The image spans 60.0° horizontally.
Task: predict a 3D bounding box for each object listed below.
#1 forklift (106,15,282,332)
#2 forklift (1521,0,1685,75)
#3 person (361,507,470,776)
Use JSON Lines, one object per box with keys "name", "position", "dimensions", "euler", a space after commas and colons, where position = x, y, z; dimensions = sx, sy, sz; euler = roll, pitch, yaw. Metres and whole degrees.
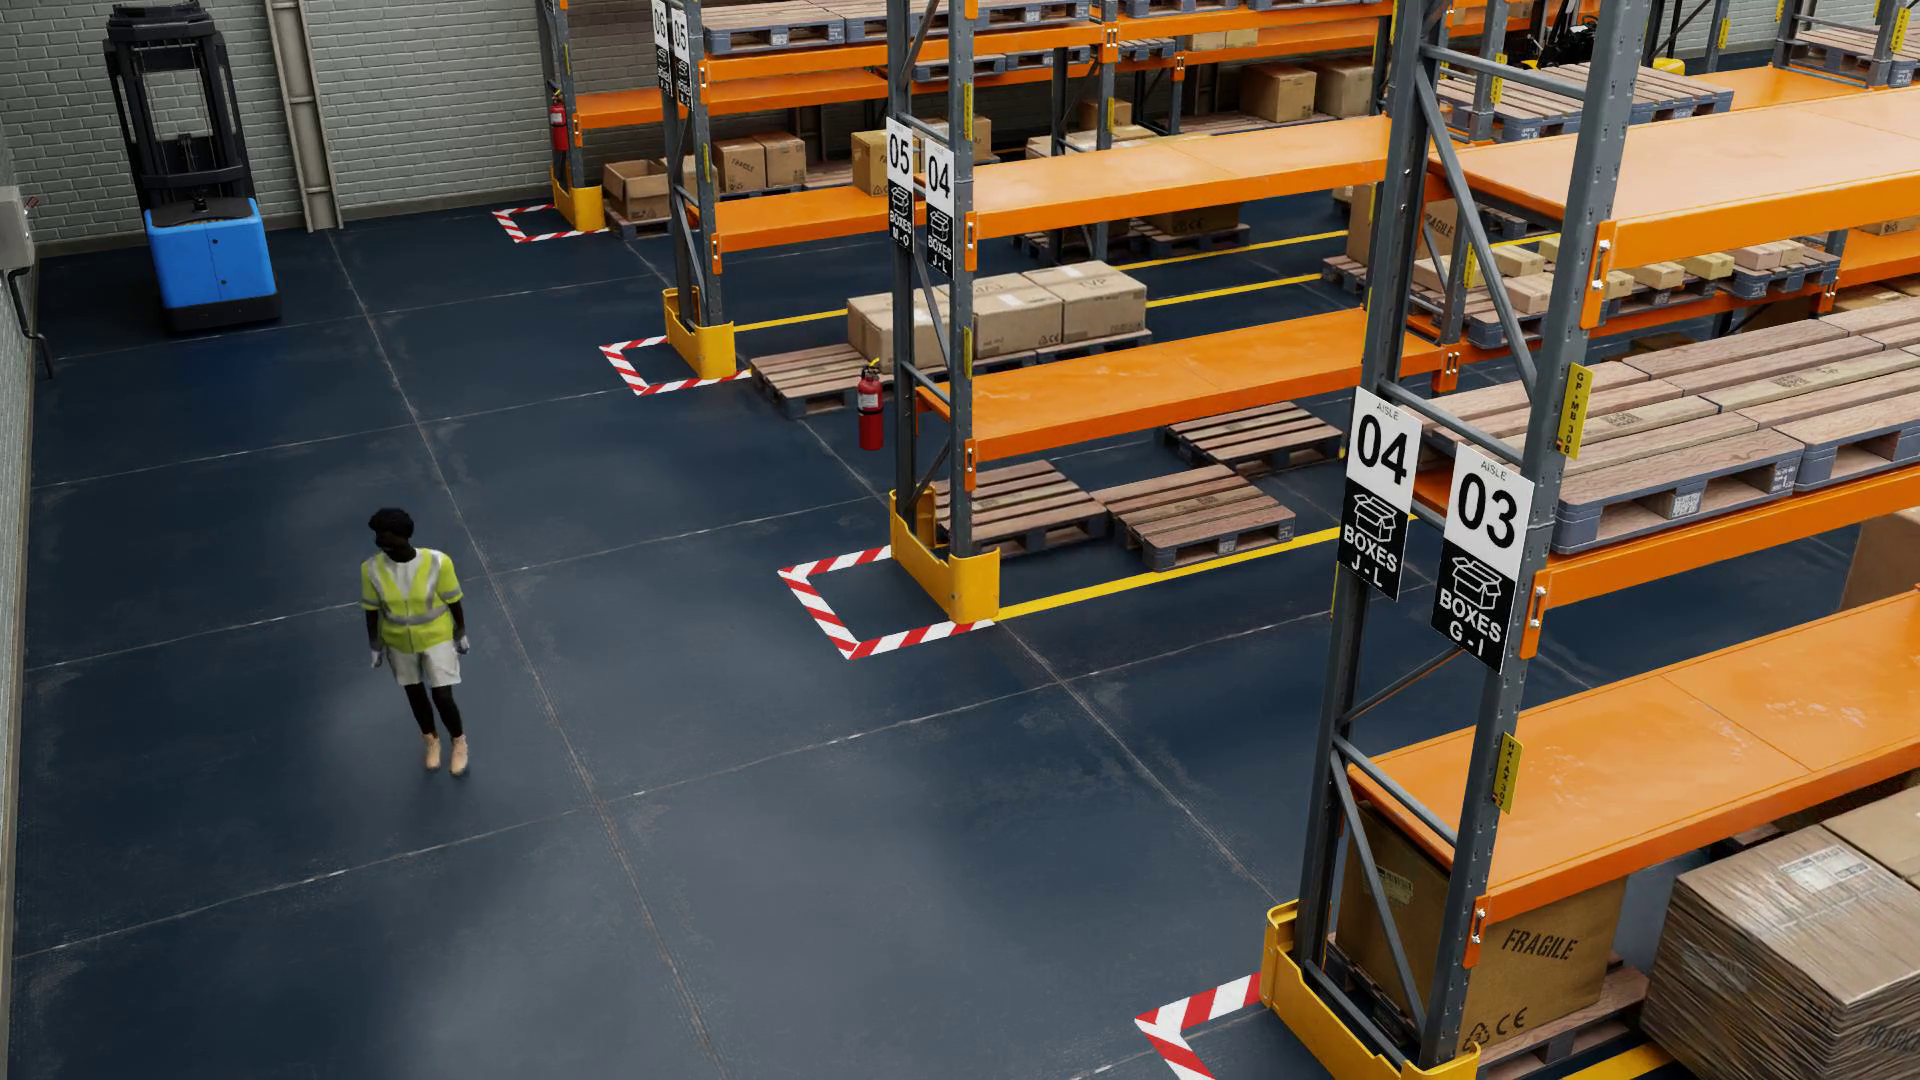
{"name": "forklift", "position": [-7.548, -3.672, 16.323], "dimensions": [1.129, 2.768, 1.873], "euler": [-12, 30, -22]}
{"name": "forklift", "position": [8.950, -6.807, 23.056], "dimensions": [1.214, 2.155, 2.313], "euler": [-12, 30, -22]}
{"name": "person", "position": [-3.081, 0.598, 9.421], "dimensions": [0.558, 1.672, 0.452], "euler": [-1, 28, -2]}
